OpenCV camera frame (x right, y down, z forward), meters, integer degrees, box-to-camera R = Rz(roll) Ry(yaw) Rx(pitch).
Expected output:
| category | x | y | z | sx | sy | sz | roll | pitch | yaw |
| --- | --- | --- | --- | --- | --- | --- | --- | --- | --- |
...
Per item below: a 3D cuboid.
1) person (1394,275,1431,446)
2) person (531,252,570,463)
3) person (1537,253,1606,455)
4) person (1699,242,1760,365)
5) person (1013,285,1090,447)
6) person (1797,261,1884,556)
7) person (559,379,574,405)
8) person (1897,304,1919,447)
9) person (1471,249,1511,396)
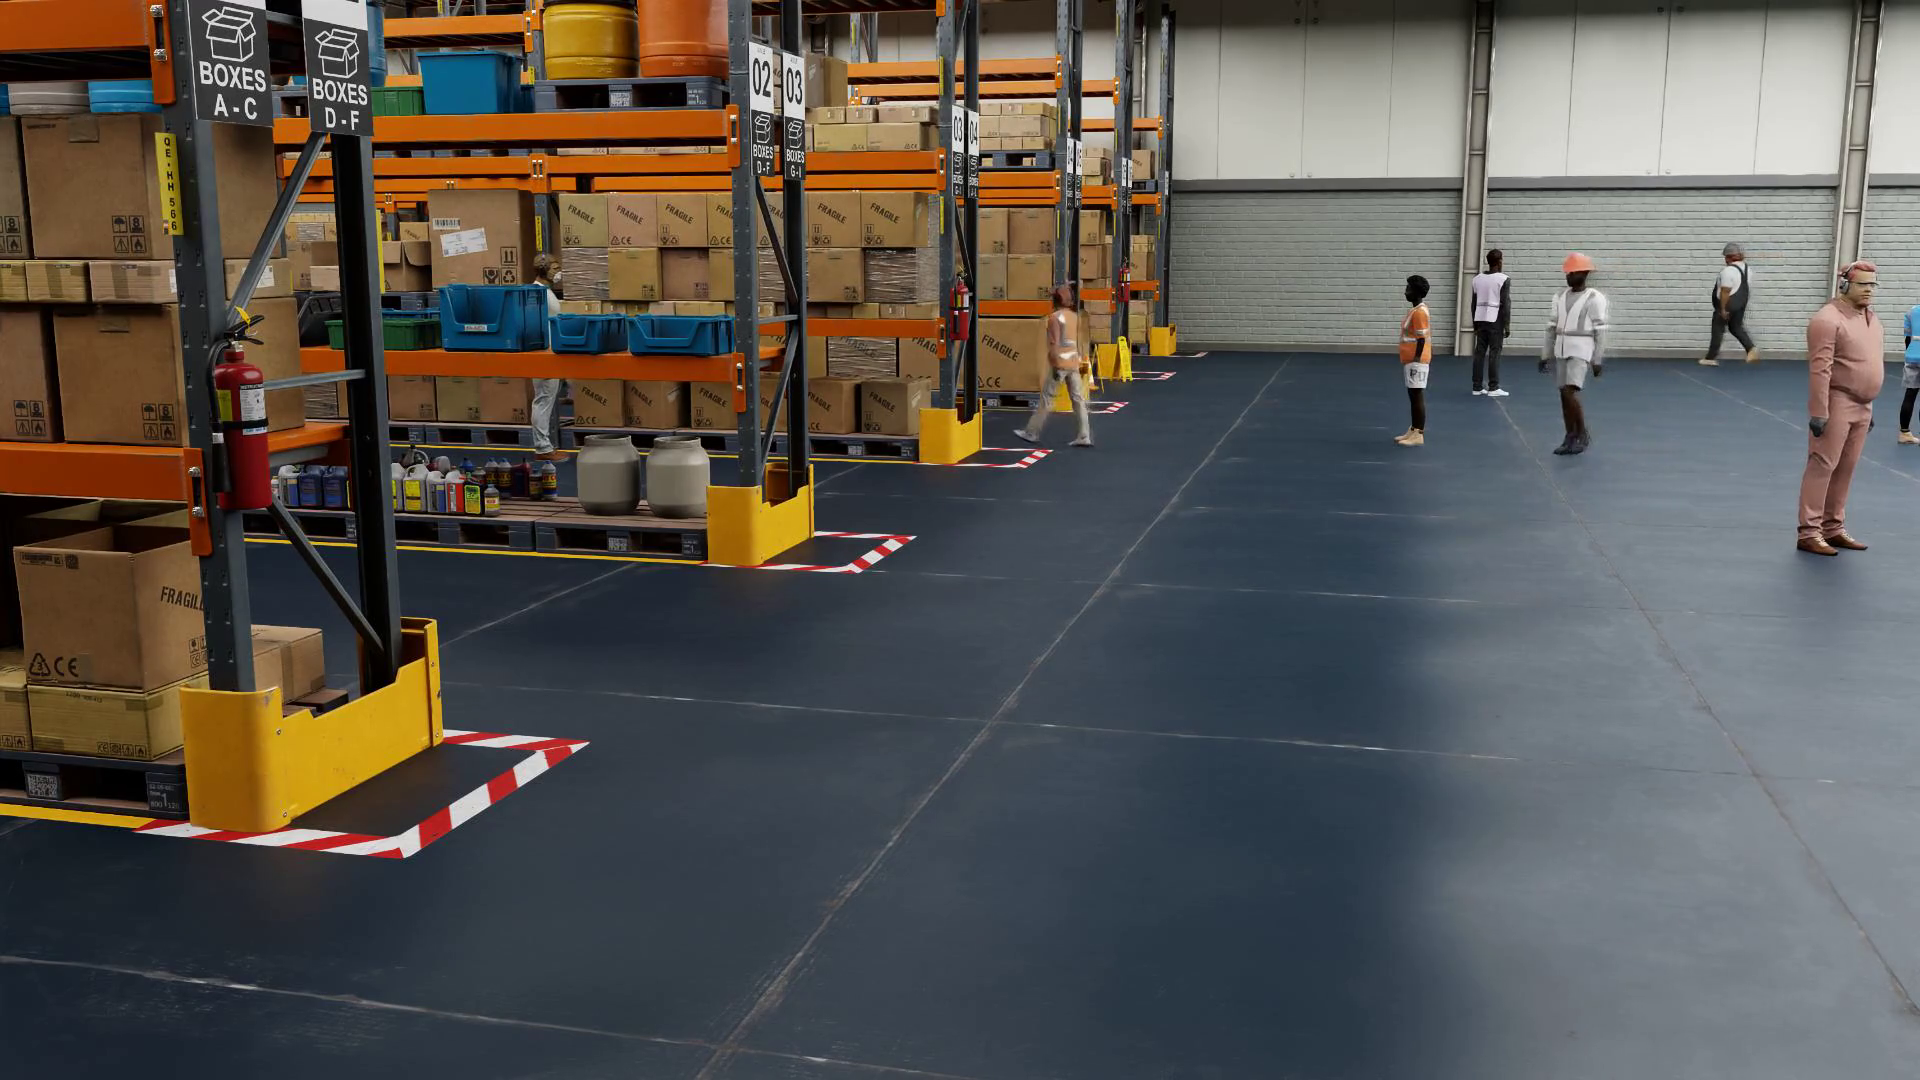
| category | x | y | z | sx | sy | sz | roll | pitch | yaw |
| --- | --- | --- | --- | --- | --- | --- | --- | --- | --- |
| person | 4.518 | -1.779 | 16.549 | 0.315 | 1.696 | 0.541 | 2 | 10 | 9 |
| person | -3.815 | -1.670 | 15.314 | 0.371 | 1.933 | 0.626 | -1 | 10 | -8 |
| person | 5.792 | -1.751 | 15.772 | 0.432 | 1.920 | 0.553 | -5 | 12 | -27 |
| person | 12.569 | -3.848 | 27.060 | 0.697 | 2.000 | 0.821 | -6 | 12 | -29 |
| person | 0.961 | -1.727 | 16.532 | 0.863 | 1.586 | 0.536 | 7 | 12 | 33 |
| person | 5.785 | -0.856 | 10.859 | 0.652 | 1.903 | 0.403 | -7 | 12 | -33 |
| person | -4.876 | -2.610 | 20.603 | 0.431 | 1.891 | 0.676 | 3 | 11 | 15 |
| person | 9.580 | -1.767 | 16.492 | 0.320 | 1.692 | 0.532 | -2 | 10 | -13 |
| person | 6.983 | -2.854 | 21.882 | 0.388 | 1.921 | 0.594 | -7 | 12 | -33 |
